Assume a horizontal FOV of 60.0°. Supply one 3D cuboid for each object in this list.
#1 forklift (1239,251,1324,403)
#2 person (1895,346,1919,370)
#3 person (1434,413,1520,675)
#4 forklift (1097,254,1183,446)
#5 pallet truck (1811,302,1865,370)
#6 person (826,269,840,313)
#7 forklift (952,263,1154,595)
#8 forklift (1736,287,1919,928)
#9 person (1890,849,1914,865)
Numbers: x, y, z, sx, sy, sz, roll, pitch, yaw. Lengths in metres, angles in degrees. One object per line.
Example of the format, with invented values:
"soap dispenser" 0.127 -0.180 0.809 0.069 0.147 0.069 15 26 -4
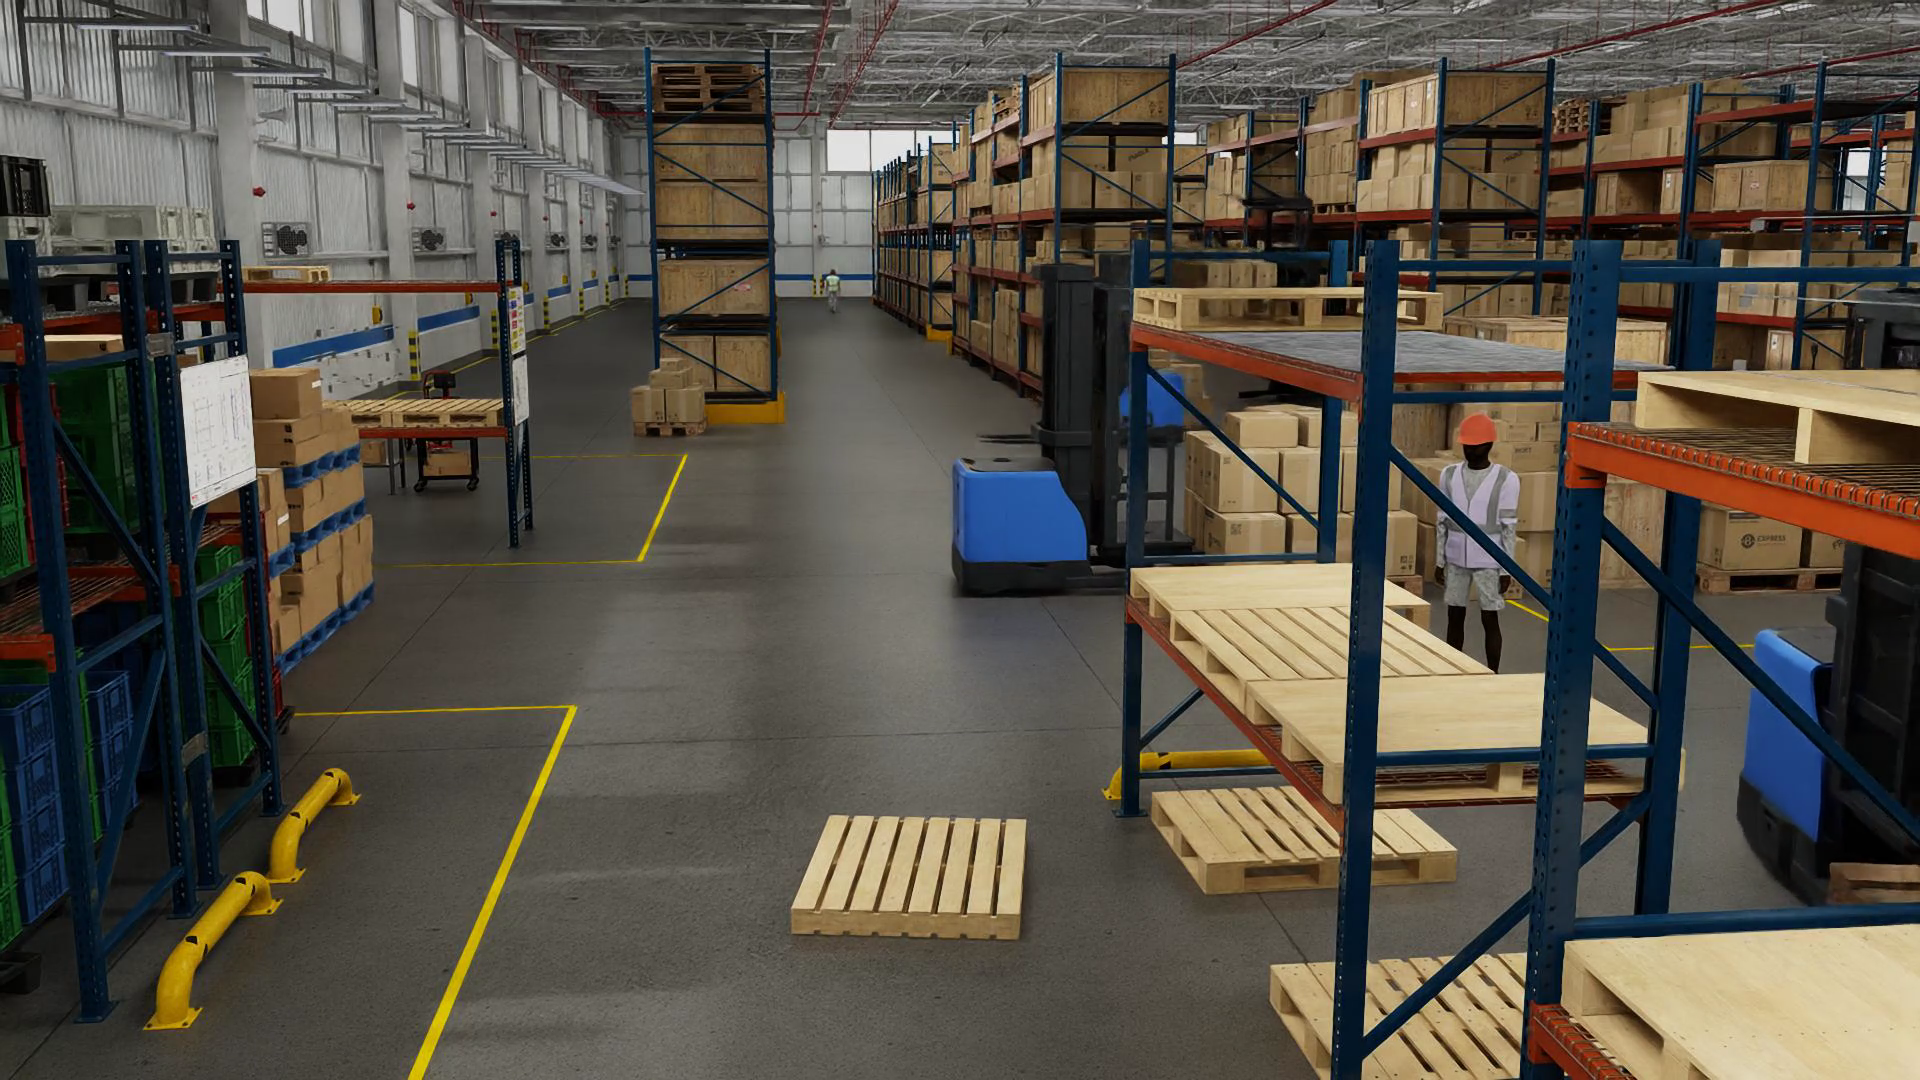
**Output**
"forklift" 6.391 -4.069 31.478 1.873 2.768 1.129 -7 12 -34
"person" 14.830 -2.596 26.025 0.601 1.902 0.631 10 14 43
"person" 3.354 0.129 10.876 0.543 1.928 0.401 9 13 40
"forklift" 2.288 -2.814 24.528 1.873 2.768 1.129 -1 10 -8
"pallet truck" 15.846 -3.142 28.793 1.885 1.965 0.823 2 10 12
"person" -5.351 -10.438 69.740 0.598 1.798 0.956 -2 10 -12
"forklift" 0.901 -1.002 14.486 1.873 2.768 1.129 -1 10 -6
"forklift" 4.412 0.273 7.419 1.129 2.768 1.873 1 10 6
"person" 4.560 0.813 7.161 0.642 1.911 0.944 -8 13 -38
